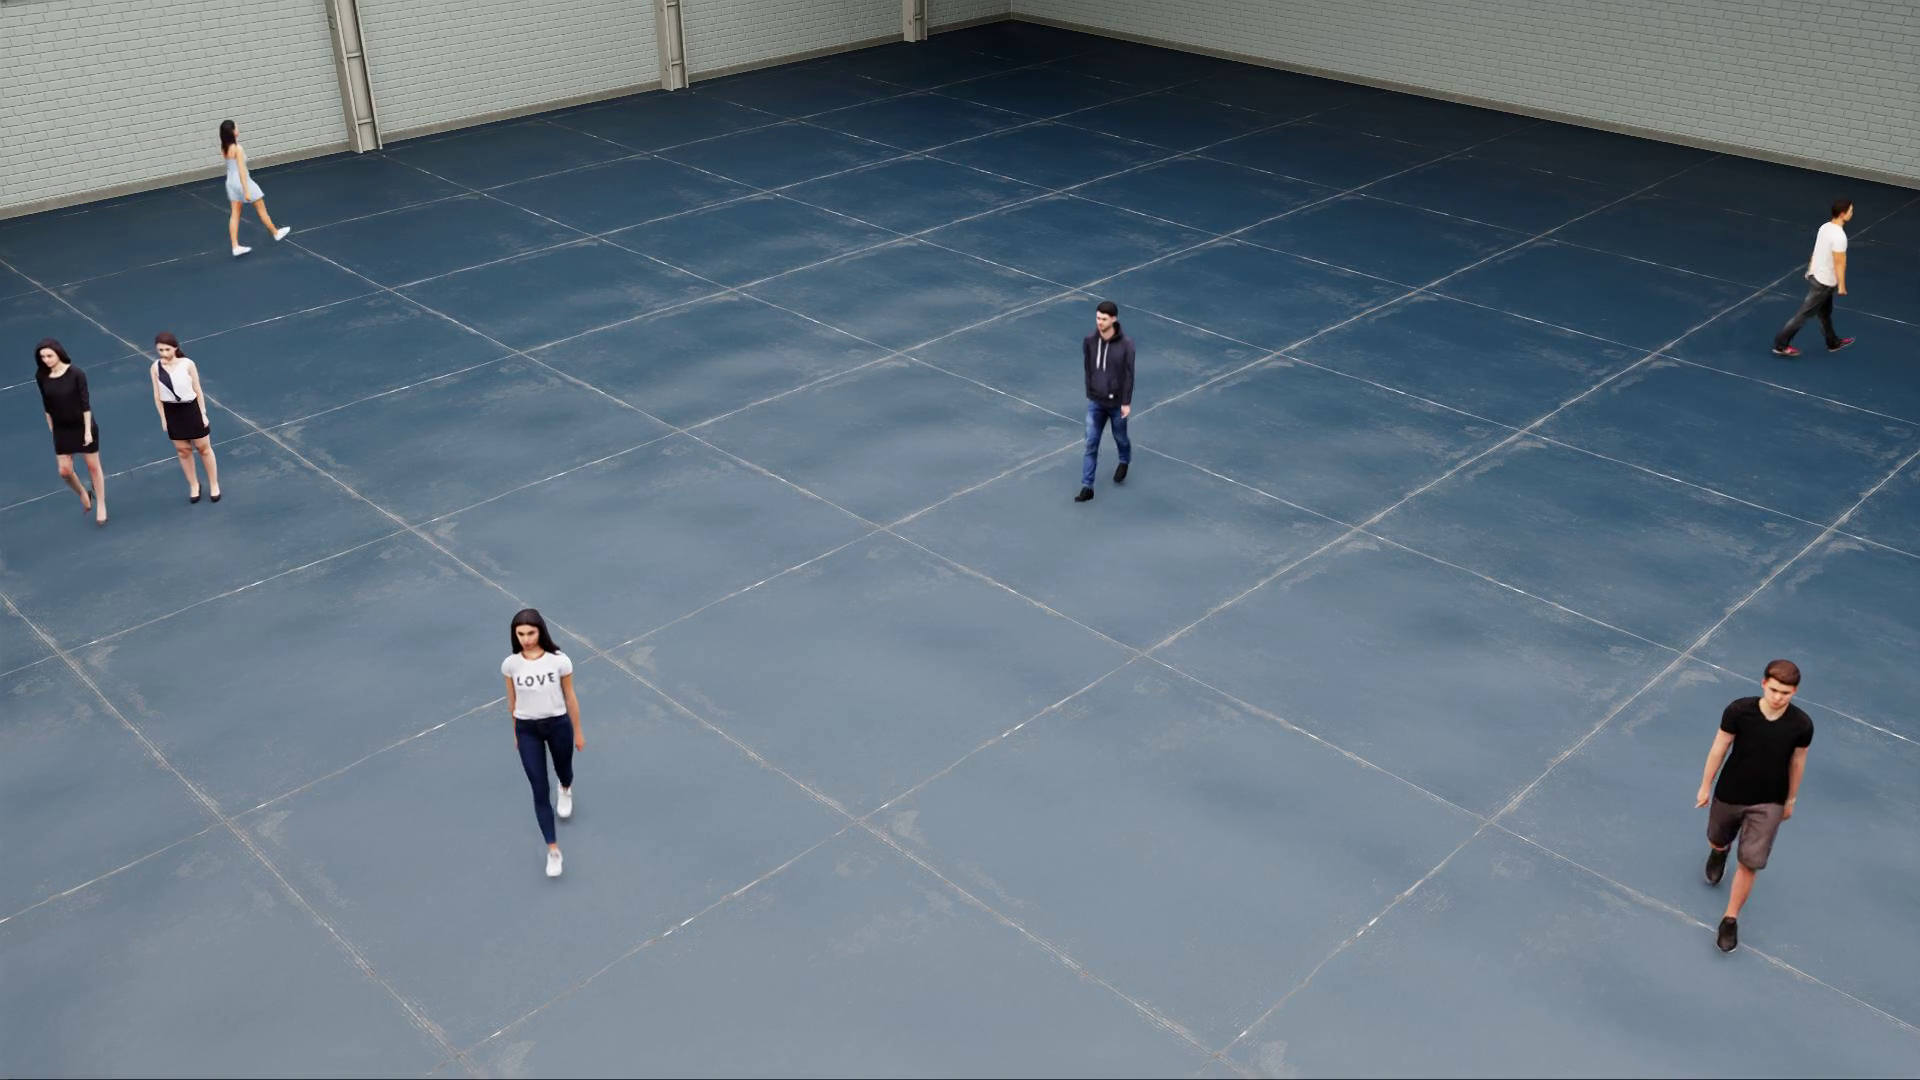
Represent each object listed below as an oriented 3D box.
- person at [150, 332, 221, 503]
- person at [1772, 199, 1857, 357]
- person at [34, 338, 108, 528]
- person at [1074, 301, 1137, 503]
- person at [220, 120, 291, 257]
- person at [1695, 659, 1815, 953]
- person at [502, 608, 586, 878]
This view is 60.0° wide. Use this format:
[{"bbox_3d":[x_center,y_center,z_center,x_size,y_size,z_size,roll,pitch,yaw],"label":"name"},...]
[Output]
[{"bbox_3d":[-7.009,-1.115,15.040,0.584,1.650,0.689,-8,29,-14],"label":"person"},{"bbox_3d":[9.305,-2.826,18.132,1.144,1.763,1.149,3,28,6],"label":"person"},{"bbox_3d":[-7.733,-0.974,14.625,0.721,1.792,0.788,-2,28,-5],"label":"person"},{"bbox_3d":[1.408,-1.298,15.175,0.953,1.846,1.276,14,31,24],"label":"person"},{"bbox_3d":[-9.311,-4.484,21.324,0.799,1.689,1.167,15,32,27],"label":"person"},{"bbox_3d":[4.746,1.474,9.978,0.931,1.838,1.265,14,31,24],"label":"person"},{"bbox_3d":[-2.628,1.196,10.604,1.135,1.741,1.088,-5,28,-9],"label":"person"}]
